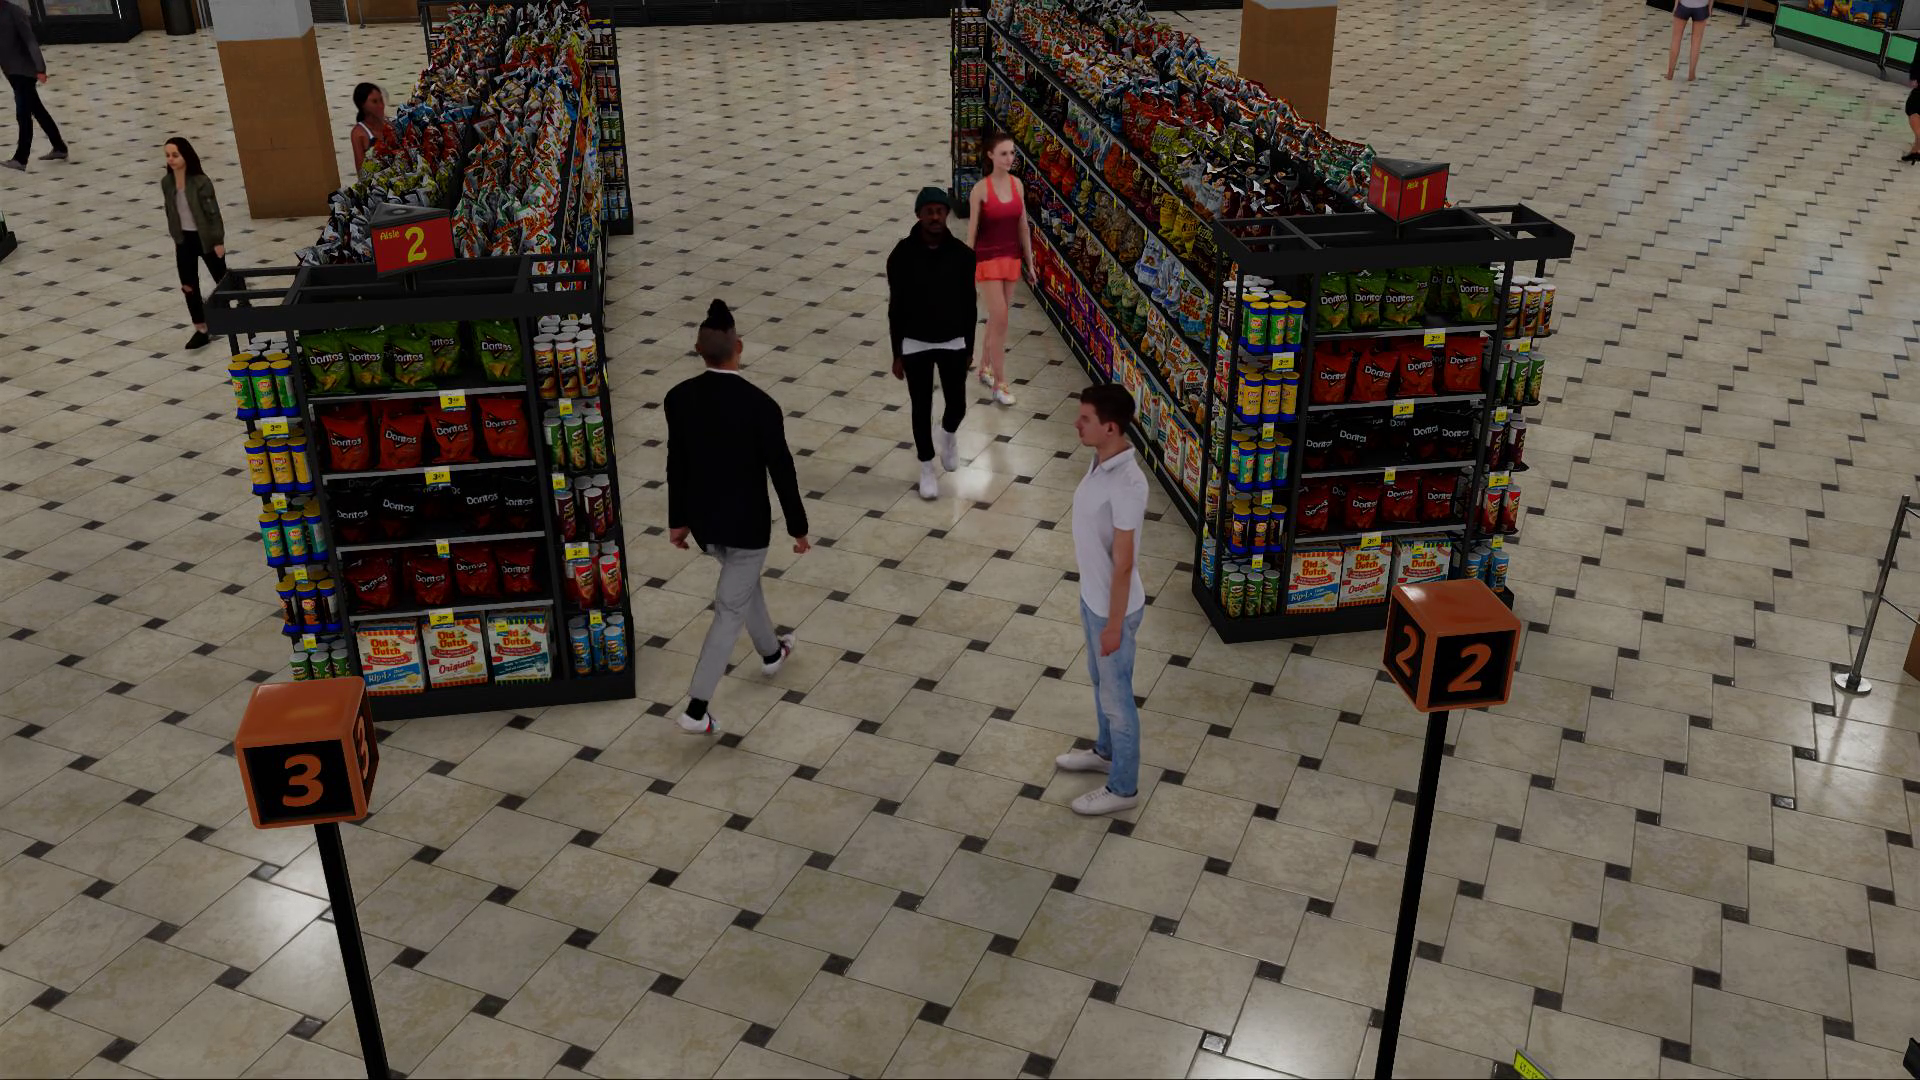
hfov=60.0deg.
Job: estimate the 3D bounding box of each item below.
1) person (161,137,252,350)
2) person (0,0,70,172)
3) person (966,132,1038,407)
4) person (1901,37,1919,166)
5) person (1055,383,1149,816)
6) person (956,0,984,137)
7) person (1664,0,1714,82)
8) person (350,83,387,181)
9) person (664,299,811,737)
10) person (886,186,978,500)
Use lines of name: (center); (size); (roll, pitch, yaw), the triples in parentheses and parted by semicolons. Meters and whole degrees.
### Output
person: (-5.373, -2.129, 11.844); (0.786, 1.446, 1.042); (4, 27, 7)
person: (-9.099, -4.569, 16.236); (1.100, 1.825, 1.203); (14, 30, 25)
person: (0.204, -1.814, 10.907); (0.764, 1.731, 0.916); (-18, 32, -32)
person: (9.503, -4.449, 16.180); (0.786, 1.661, 0.864); (1, 27, 2)
person: (0.617, 0.239, 6.728); (0.707, 1.851, 0.461); (-3, 27, -7)
person: (0.164, -5.010, 17.240); (0.692, 1.704, 0.676); (-17, 32, -31)
person: (8.809, -6.418, 20.014); (0.671, 1.705, 0.671); (9, 28, 16)
person: (-4.204, -2.437, 12.112); (0.702, 1.753, 0.627); (14, 30, 26)
person: (-1.041, -0.046, 7.215); (1.212, 1.917, 1.390); (10, 28, 18)
person: (-0.165, -1.149, 9.512); (0.704, 1.807, 0.794); (-2, 27, -4)
